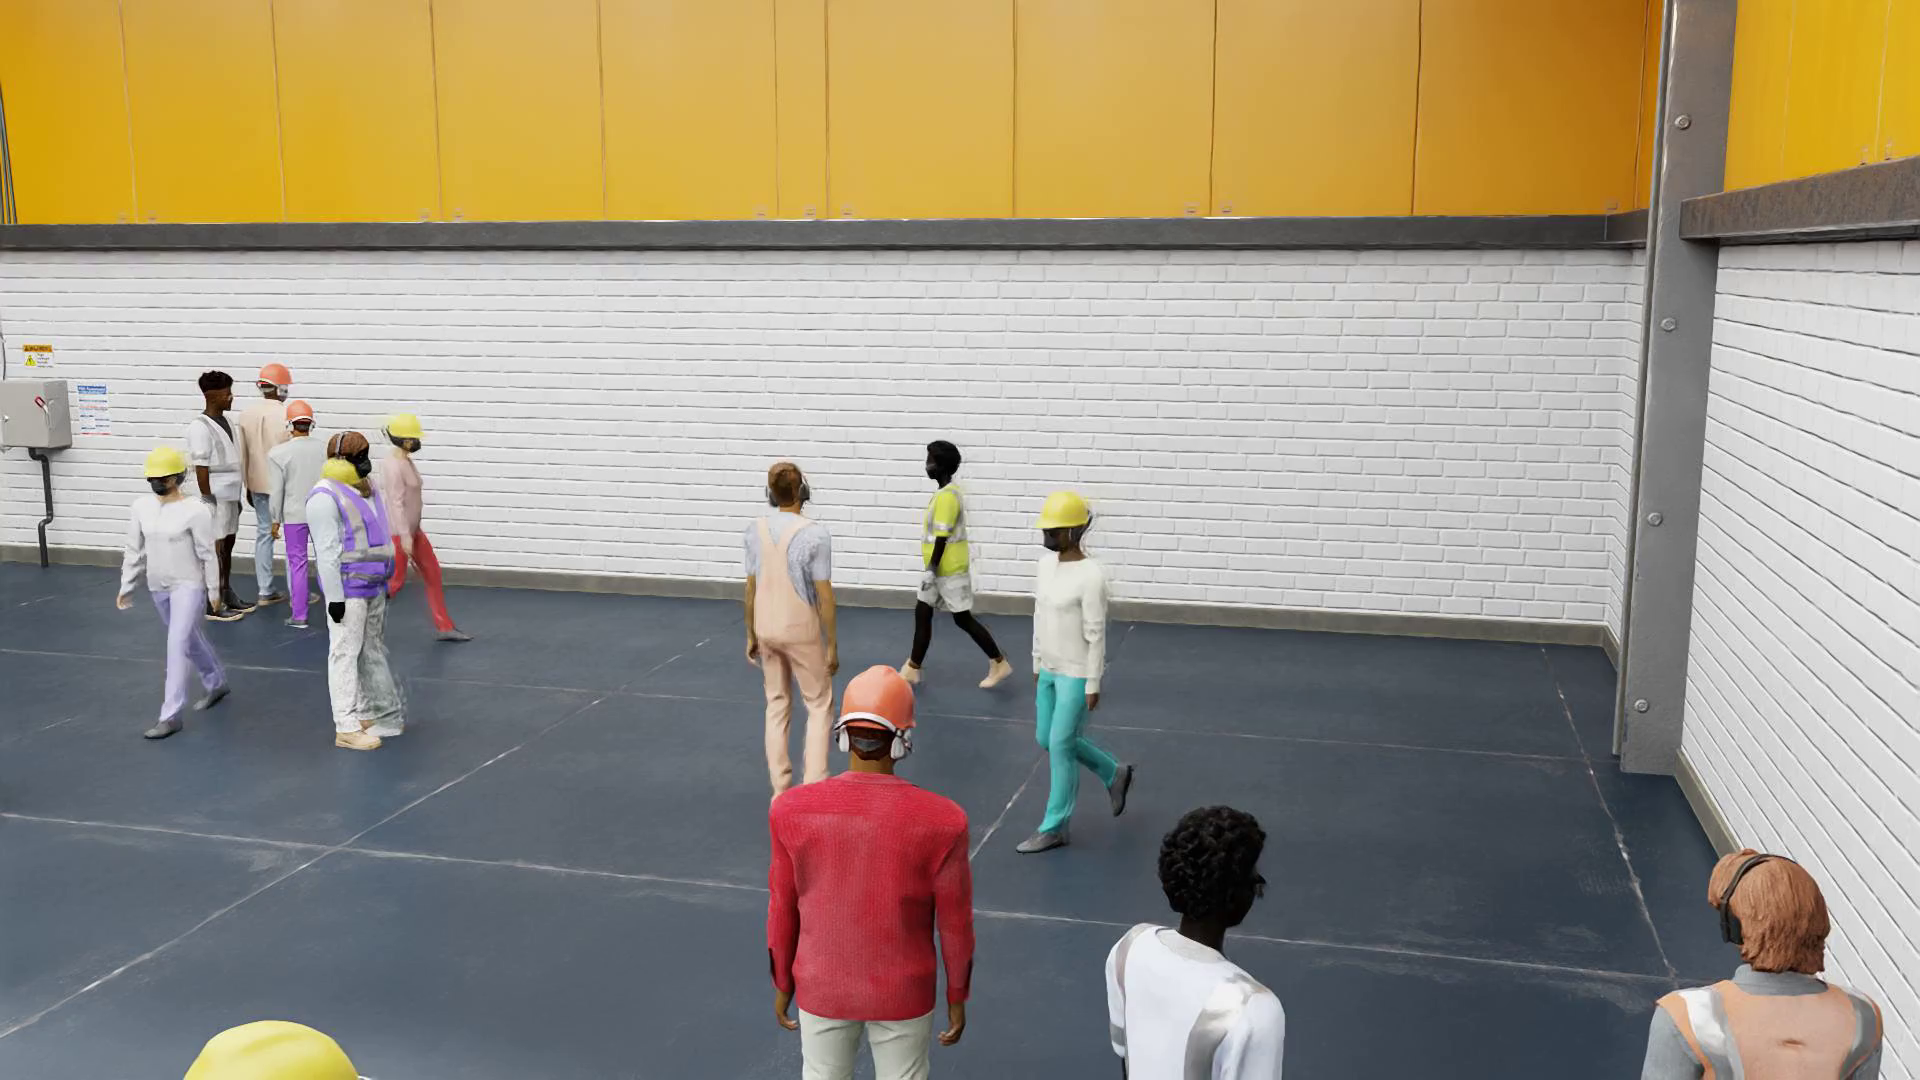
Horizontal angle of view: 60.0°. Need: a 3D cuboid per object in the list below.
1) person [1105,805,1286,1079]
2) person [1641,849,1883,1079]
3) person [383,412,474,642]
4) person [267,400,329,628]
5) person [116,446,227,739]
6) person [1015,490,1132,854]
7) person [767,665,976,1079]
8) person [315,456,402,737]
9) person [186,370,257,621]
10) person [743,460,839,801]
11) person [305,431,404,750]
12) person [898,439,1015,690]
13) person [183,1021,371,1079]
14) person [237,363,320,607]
[{"bbox_3d":[0.501,1.396,3.585,0.319,1.693,0.536,-5,11,-28],"label":"person"},{"bbox_3d":[1.637,1.446,3.468,0.525,1.631,0.320,-1,10,-8],"label":"person"},{"bbox_3d":[-4.065,-0.072,12.104,0.834,1.725,0.534,0,10,-1],"label":"person"},{"bbox_3d":[-5.043,-0.204,12.818,0.565,1.751,0.330,-9,13,-43],"label":"person"},{"bbox_3d":[-4.754,0.276,10.107,0.536,1.722,0.917,3,10,14],"label":"person"},{"bbox_3d":[0.562,0.615,7.999,0.654,1.745,0.537,-5,11,-28],"label":"person"},{"bbox_3d":[-0.242,1.203,4.585,0.576,1.737,0.355,1,10,4],"label":"person"},{"bbox_3d":[-3.511,0.342,9.746,0.385,1.709,0.535,-1,10,-3],"label":"person"},{"bbox_3d":[-5.820,-0.356,13.090,0.361,1.963,0.617,-1,10,-3],"label":"person"},{"bbox_3d":[-0.870,0.504,8.495,0.544,1.815,0.438,4,10,23],"label":"person"},{"bbox_3d":[-3.511,0.282,9.696,0.429,1.843,0.628,1,10,6],"label":"person"},{"bbox_3d":[-0.055,0.168,10.890,0.844,1.662,0.527,-1,10,-7],"label":"person"},{"bbox_3d":[-0.910,1.538,2.326,0.592,1.833,0.404,7,12,35],"label":"person"},{"bbox_3d":[-5.552,-0.443,13.548,0.633,1.984,0.415,2,10,13],"label":"person"}]
